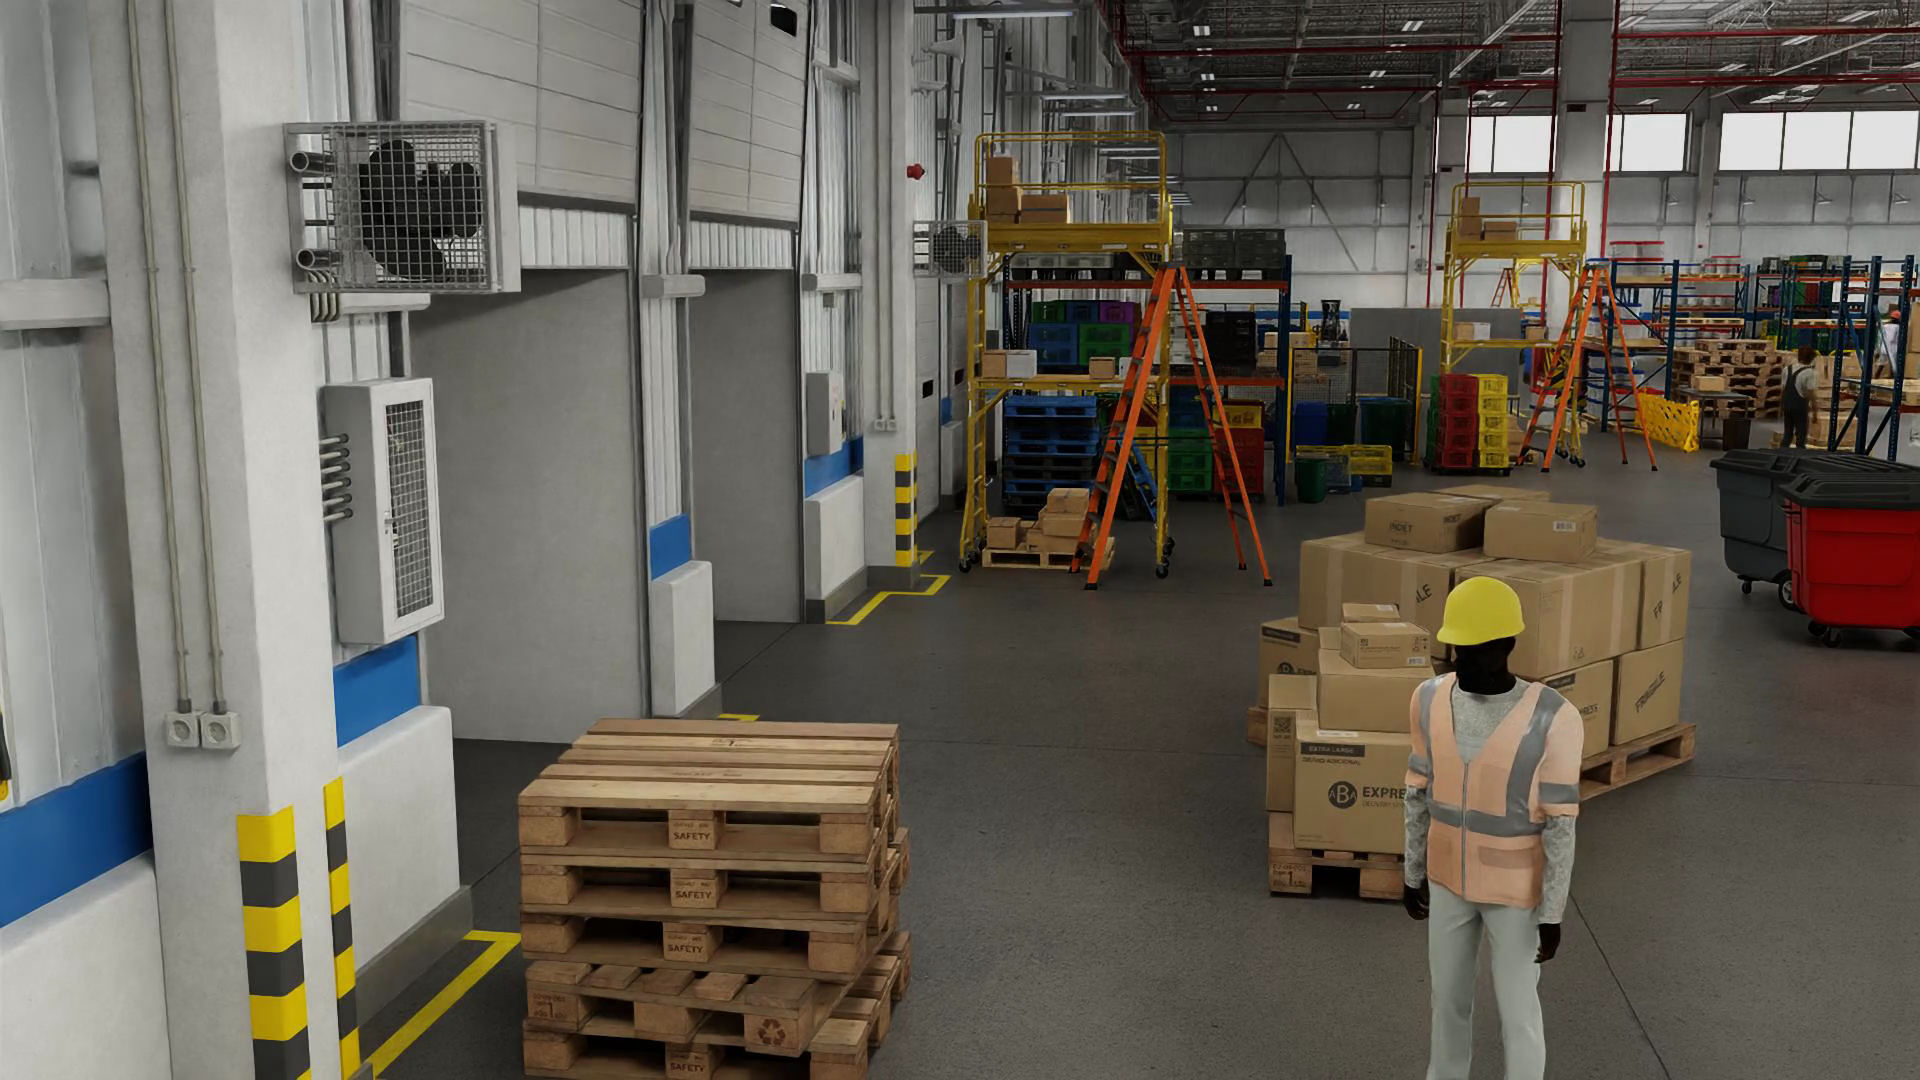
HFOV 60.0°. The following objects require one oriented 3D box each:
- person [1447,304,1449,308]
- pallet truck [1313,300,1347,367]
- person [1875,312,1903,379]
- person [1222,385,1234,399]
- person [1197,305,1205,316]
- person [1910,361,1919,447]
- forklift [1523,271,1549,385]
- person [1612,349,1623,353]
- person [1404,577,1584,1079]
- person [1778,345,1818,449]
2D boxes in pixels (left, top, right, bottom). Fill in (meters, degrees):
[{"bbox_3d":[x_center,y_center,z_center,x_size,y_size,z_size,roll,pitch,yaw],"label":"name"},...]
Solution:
[{"bbox_3d":[14.475,-6.034,49.111,0.590,1.853,0.884,-4,10,-24],"label":"person"},{"bbox_3d":[11.159,-6.200,49.718,0.823,1.965,1.885,4,10,26],"label":"pallet truck"},{"bbox_3d":[22.022,-4.450,39.331,0.839,1.871,0.557,-6,11,-32],"label":"person"},{"bbox_3d":[5.642,-3.602,34.827,0.314,1.634,0.519,-3,10,-15],"label":"person"},{"bbox_3d":[6.413,-5.329,44.571,0.544,1.929,0.386,-8,12,-42],"label":"person"},{"bbox_3d":[15.645,-2.365,26.870,0.484,1.738,0.320,-4,10,-25],"label":"person"},{"bbox_3d":[14.669,-5.121,40.350,1.129,2.768,1.873,-2,9,-13],"label":"forklift"},{"bbox_3d":[18.355,-5.638,46.624,1.064,1.888,0.642,0,9,-3],"label":"person"},{"bbox_3d":[1.627,1.059,5.203,0.397,1.919,0.585,-8,12,-42],"label":"person"},{"bbox_3d":[11.571,-1.779,22.965,0.399,1.833,0.528,-4,10,-21],"label":"person"}]
